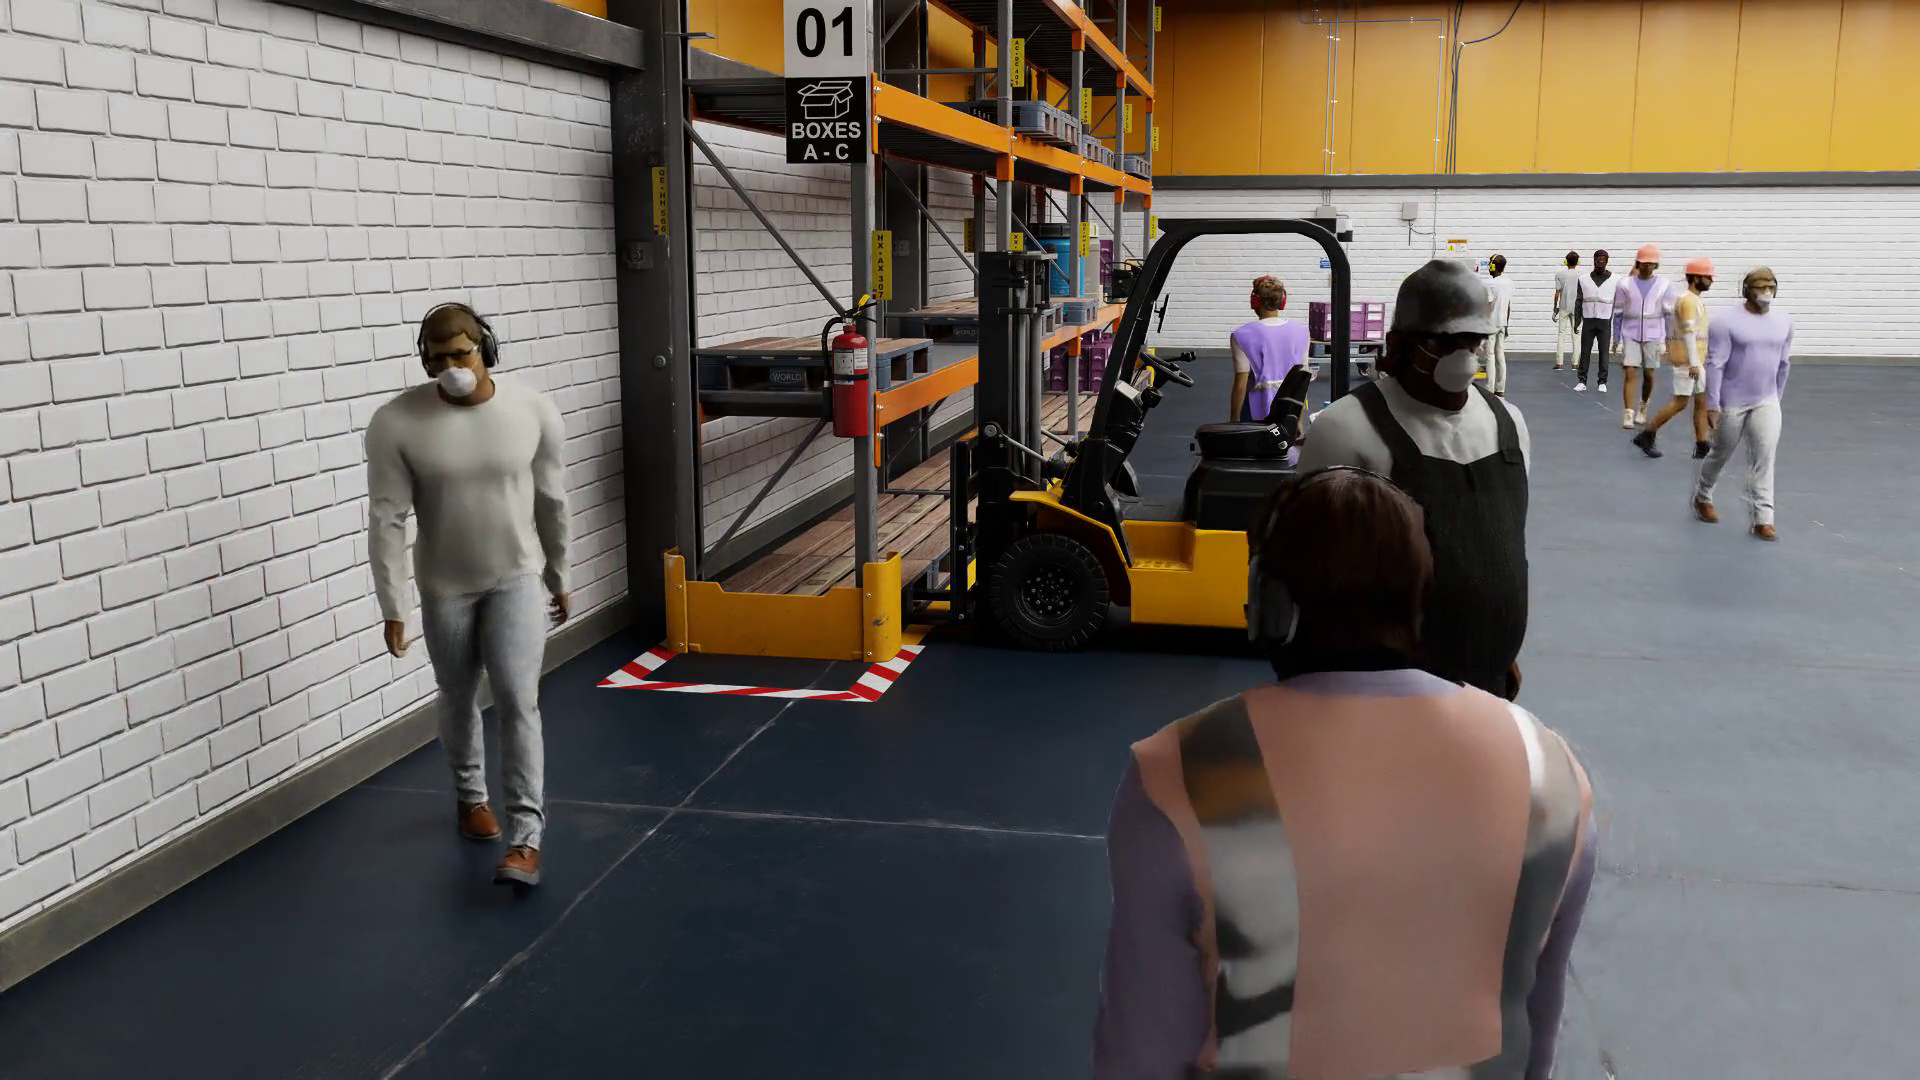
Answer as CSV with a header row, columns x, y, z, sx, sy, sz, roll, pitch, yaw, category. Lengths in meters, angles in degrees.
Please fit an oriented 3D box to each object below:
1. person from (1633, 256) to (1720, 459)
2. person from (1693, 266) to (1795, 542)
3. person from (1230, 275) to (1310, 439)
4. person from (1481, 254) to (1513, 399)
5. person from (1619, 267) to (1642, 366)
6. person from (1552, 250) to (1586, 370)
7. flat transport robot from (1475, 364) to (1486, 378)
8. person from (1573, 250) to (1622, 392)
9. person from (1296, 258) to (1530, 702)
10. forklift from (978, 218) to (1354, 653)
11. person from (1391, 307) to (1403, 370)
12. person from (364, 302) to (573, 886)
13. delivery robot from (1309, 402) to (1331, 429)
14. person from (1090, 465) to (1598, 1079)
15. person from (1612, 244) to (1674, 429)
x,y,z,sx,sy,sz,roll,pitch,yaw,category
6.837,-1.702,15.640,0.804,1.913,0.561,7,12,34,person
5.569,-0.994,11.831,0.637,1.904,1.017,0,10,-1,person
1.958,-0.749,10.581,0.563,1.847,0.388,-4,11,-22,person
6.875,-2.738,21.427,0.532,1.871,0.319,-7,13,-35,person
10.922,-3.620,26.907,0.523,1.633,0.291,-1,10,-3,person
9.580,-3.602,26.149,0.513,1.876,0.328,2,11,10,person
7.172,-2.551,24.786,0.652,0.197,1.431,-6,12,-29,flat transport robot
8.638,-2.965,22.541,0.599,1.916,0.376,6,12,28,person
1.258,0.273,4.451,0.684,2.000,0.536,-4,11,-20,person
1.285,-0.567,8.635,2.313,2.155,1.214,2,11,11,forklift
4.844,-1.980,17.765,0.489,1.697,0.916,7,13,35,person
-1.573,0.170,5.432,0.653,1.877,1.019,-4,11,-19,person
3.433,-1.042,15.454,0.477,0.478,0.707,2,11,9,delivery robot
0.432,0.804,2.143,0.655,1.815,0.702,-2,11,-13,person
7.509,-2.242,18.311,0.620,2.020,0.838,4,11,21,person
